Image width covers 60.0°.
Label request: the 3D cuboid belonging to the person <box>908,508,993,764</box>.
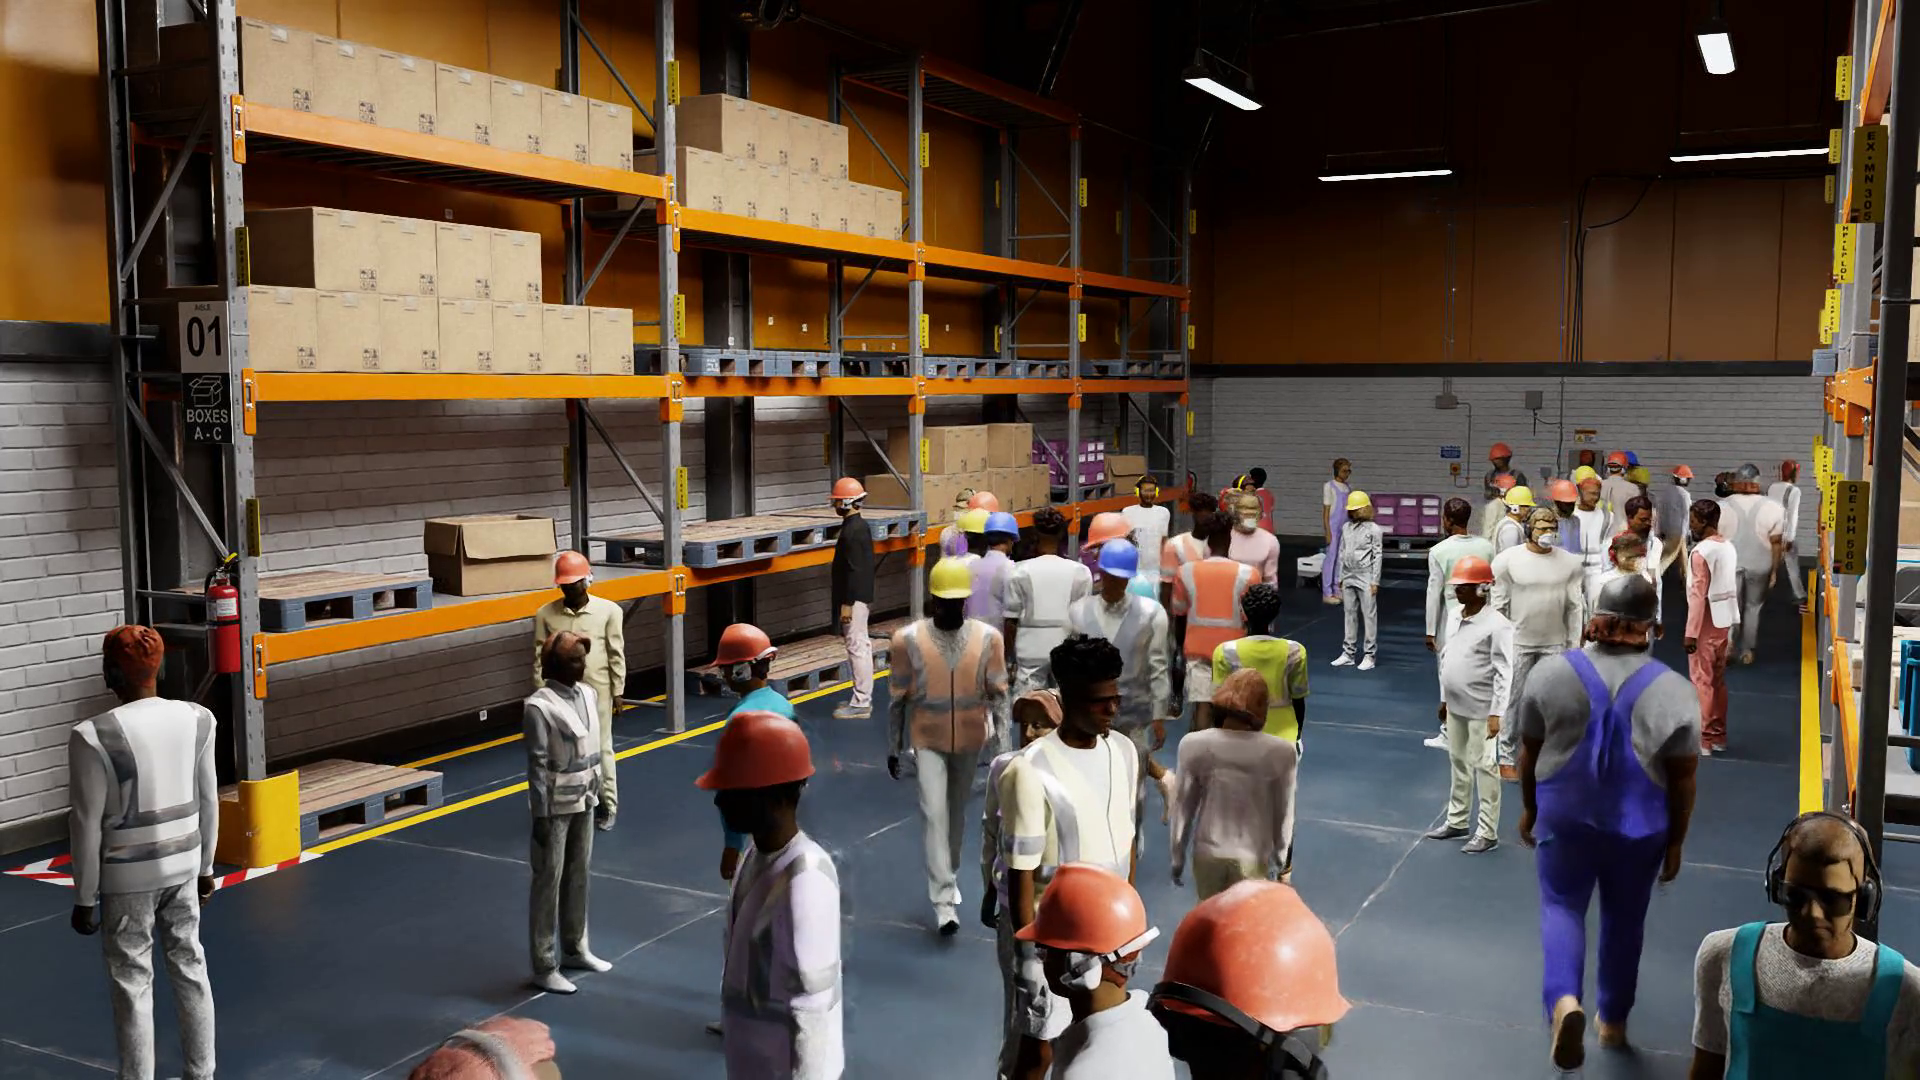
[{"bbox_3d":[0.048,0.715,11.824,0.940,1.889,0.585,-2,6,-21],"label":"person"}]

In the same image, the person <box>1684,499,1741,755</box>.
[{"bbox_3d":[5.591,0.649,12.416,0.405,1.909,0.597,5,7,44],"label":"person"}]

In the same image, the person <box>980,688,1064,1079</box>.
[{"bbox_3d":[0.307,1.359,6.180,0.514,1.642,0.311,3,6,29],"label":"person"}]

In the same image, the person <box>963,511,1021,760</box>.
[{"bbox_3d":[0.180,0.768,11.137,0.683,1.906,0.645,-4,6,-34],"label":"person"}]

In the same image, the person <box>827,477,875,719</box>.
[{"bbox_3d":[-0.900,0.478,13.778,0.395,1.993,0.614,1,5,6],"label":"person"}]

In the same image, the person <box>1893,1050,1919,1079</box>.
[{"bbox_3d":[2.122,1.602,3.335,0.559,1.684,0.446,4,6,33],"label":"person"}]

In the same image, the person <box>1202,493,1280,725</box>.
[{"bbox_3d":[2.201,0.580,13.138,0.663,1.910,0.472,-1,5,-12],"label":"person"}]

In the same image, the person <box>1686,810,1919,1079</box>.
[{"bbox_3d":[1.843,1.494,3.646,0.508,1.845,0.345,4,6,33],"label":"person"}]

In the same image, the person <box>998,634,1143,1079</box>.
[{"bbox_3d":[0.380,1.270,5.478,0.385,1.956,0.603,5,7,43],"label":"person"}]

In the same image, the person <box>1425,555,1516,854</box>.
[{"bbox_3d":[3.016,0.962,9.849,0.328,1.753,0.560,-2,6,-21],"label":"person"}]

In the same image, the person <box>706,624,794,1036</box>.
[{"bbox_3d":[-0.900,1.225,7.115,0.352,1.738,0.573,1,5,12],"label":"person"}]

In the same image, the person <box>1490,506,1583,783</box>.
[{"bbox_3d":[3.968,0.728,11.475,0.635,1.932,0.363,0,5,2],"label":"person"}]

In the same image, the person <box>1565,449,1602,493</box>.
[{"bbox_3d":[8.576,-0.304,22.821,0.369,1.883,0.581,-3,6,-31],"label":"person"}]

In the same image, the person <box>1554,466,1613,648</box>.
[{"bbox_3d":[6.471,0.185,17.302,0.594,1.922,0.386,1,5,14],"label":"person"}]

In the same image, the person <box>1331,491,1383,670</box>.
[{"bbox_3d":[3.858,0.388,16.135,0.317,1.735,0.483,-4,7,-36],"label":"person"}]

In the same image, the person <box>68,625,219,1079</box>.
[{"bbox_3d":[-3.007,1.246,6.174,0.352,1.878,0.567,3,6,28],"label":"person"}]

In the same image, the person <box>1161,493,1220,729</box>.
[{"bbox_3d":[1.903,0.569,13.386,0.633,1.909,0.845,-1,5,-9],"label":"person"}]

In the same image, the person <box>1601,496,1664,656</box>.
[{"bbox_3d":[5.189,0.607,12.873,0.598,1.908,0.401,-3,6,-28],"label":"person"}]

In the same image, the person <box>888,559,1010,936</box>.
[{"bbox_3d":[-0.045,1.030,8.504,0.606,1.868,1.027,-1,5,-11],"label":"person"}]

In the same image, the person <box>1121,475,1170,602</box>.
[{"bbox_3d":[1.839,0.285,16.504,0.513,1.876,0.328,-1,5,-7],"label":"person"}]

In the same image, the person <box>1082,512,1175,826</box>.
[{"bbox_3d":[1.055,0.836,9.887,0.657,2.010,0.669,-1,5,-14],"label":"person"}]

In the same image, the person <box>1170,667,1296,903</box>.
[{"bbox_3d":[1.125,1.318,6.901,0.493,1.591,0.793,2,6,24],"label":"person"}]

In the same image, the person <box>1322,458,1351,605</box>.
[{"bbox_3d":[4.765,-0.113,20.945,0.504,1.843,0.345,-5,7,-42],"label":"person"}]

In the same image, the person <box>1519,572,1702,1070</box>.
[{"bbox_3d":[2.612,1.111,6.725,0.688,2.000,0.810,2,6,21],"label":"person"}]

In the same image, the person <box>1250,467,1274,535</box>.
[{"bbox_3d":[3.922,-0.105,21.732,0.324,1.684,0.546,5,7,41],"label":"person"}]

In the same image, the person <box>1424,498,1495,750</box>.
[{"bbox_3d":[3.769,0.638,12.546,0.582,1.911,0.391,-2,6,-23],"label":"person"}]

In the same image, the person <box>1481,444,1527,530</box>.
[{"bbox_3d":[7.066,-0.250,21.628,0.530,2.009,0.618,-3,6,-28],"label":"person"}]

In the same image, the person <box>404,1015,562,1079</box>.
[{"bbox_3d":[-0.608,1.590,2.268,0.643,1.911,0.411,4,7,36],"label":"person"}]

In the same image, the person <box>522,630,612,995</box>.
[{"bbox_3d":[-1.809,1.225,7.629,0.311,1.640,0.516,2,6,19],"label":"person"}]

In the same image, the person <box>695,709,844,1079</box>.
[{"bbox_3d":[-0.429,1.386,4.396,0.647,1.922,0.559,-2,6,-20],"label":"person"}]

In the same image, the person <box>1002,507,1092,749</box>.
[{"bbox_3d":[0.573,0.761,10.969,0.606,1.956,0.384,-1,5,-10],"label":"person"}]

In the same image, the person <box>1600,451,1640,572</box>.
[{"bbox_3d":[7.674,-0.049,19.510,0.621,1.985,0.408,5,7,44],"label":"person"}]

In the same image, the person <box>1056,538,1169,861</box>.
[{"bbox_3d":[0.842,0.937,9.163,0.652,1.932,0.576,2,6,16],"label":"person"}]

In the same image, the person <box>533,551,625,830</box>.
[{"bbox_3d":[-2.354,0.931,10.270,0.570,1.740,0.361,0,5,1],"label":"person"}]

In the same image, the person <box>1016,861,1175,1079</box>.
[{"bbox_3d":[0.280,1.548,3.537,0.339,1.752,0.564,2,6,21],"label":"person"}]

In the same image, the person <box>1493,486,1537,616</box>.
[{"bbox_3d":[5.103,0.415,15.335,0.403,1.827,0.600,1,5,14],"label":"person"}]

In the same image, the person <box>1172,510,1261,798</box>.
[{"bbox_3d":[1.729,0.761,11.215,0.632,1.919,0.981,2,6,17],"label":"person"}]

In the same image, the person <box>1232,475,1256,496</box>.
[{"bbox_3d":[2.822,0.275,16.733,0.350,1.856,0.519,2,6,22],"label":"person"}]

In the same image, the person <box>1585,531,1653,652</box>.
[{"bbox_3d":[4.405,0.827,11.066,0.723,1.802,0.428,-5,7,-41],"label":"person"}]

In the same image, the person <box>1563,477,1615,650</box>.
[{"bbox_3d":[5.963,0.338,15.979,0.654,1.866,0.534,1,5,9],"label":"person"}]

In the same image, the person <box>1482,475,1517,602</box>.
[{"bbox_3d":[6.253,0.112,19.097,0.646,1.724,0.590,4,6,34],"label":"person"}]

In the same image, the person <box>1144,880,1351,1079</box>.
[{"bbox_3d":[0.403,1.512,2.451,0.414,2.035,0.609,-4,7,-37],"label":"person"}]

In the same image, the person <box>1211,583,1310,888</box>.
[{"bbox_3d":[1.601,1.077,8.918,0.537,1.696,0.318,0,5,-4],"label":"person"}]

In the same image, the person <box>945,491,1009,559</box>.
[{"bbox_3d":[0.151,0.580,13.080,0.550,1.925,0.391,3,6,26],"label":"person"}]

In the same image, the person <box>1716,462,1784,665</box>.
[{"bbox_3d":[7.644,0.228,16.227,0.691,2.000,0.827,2,6,23],"label":"person"}]
